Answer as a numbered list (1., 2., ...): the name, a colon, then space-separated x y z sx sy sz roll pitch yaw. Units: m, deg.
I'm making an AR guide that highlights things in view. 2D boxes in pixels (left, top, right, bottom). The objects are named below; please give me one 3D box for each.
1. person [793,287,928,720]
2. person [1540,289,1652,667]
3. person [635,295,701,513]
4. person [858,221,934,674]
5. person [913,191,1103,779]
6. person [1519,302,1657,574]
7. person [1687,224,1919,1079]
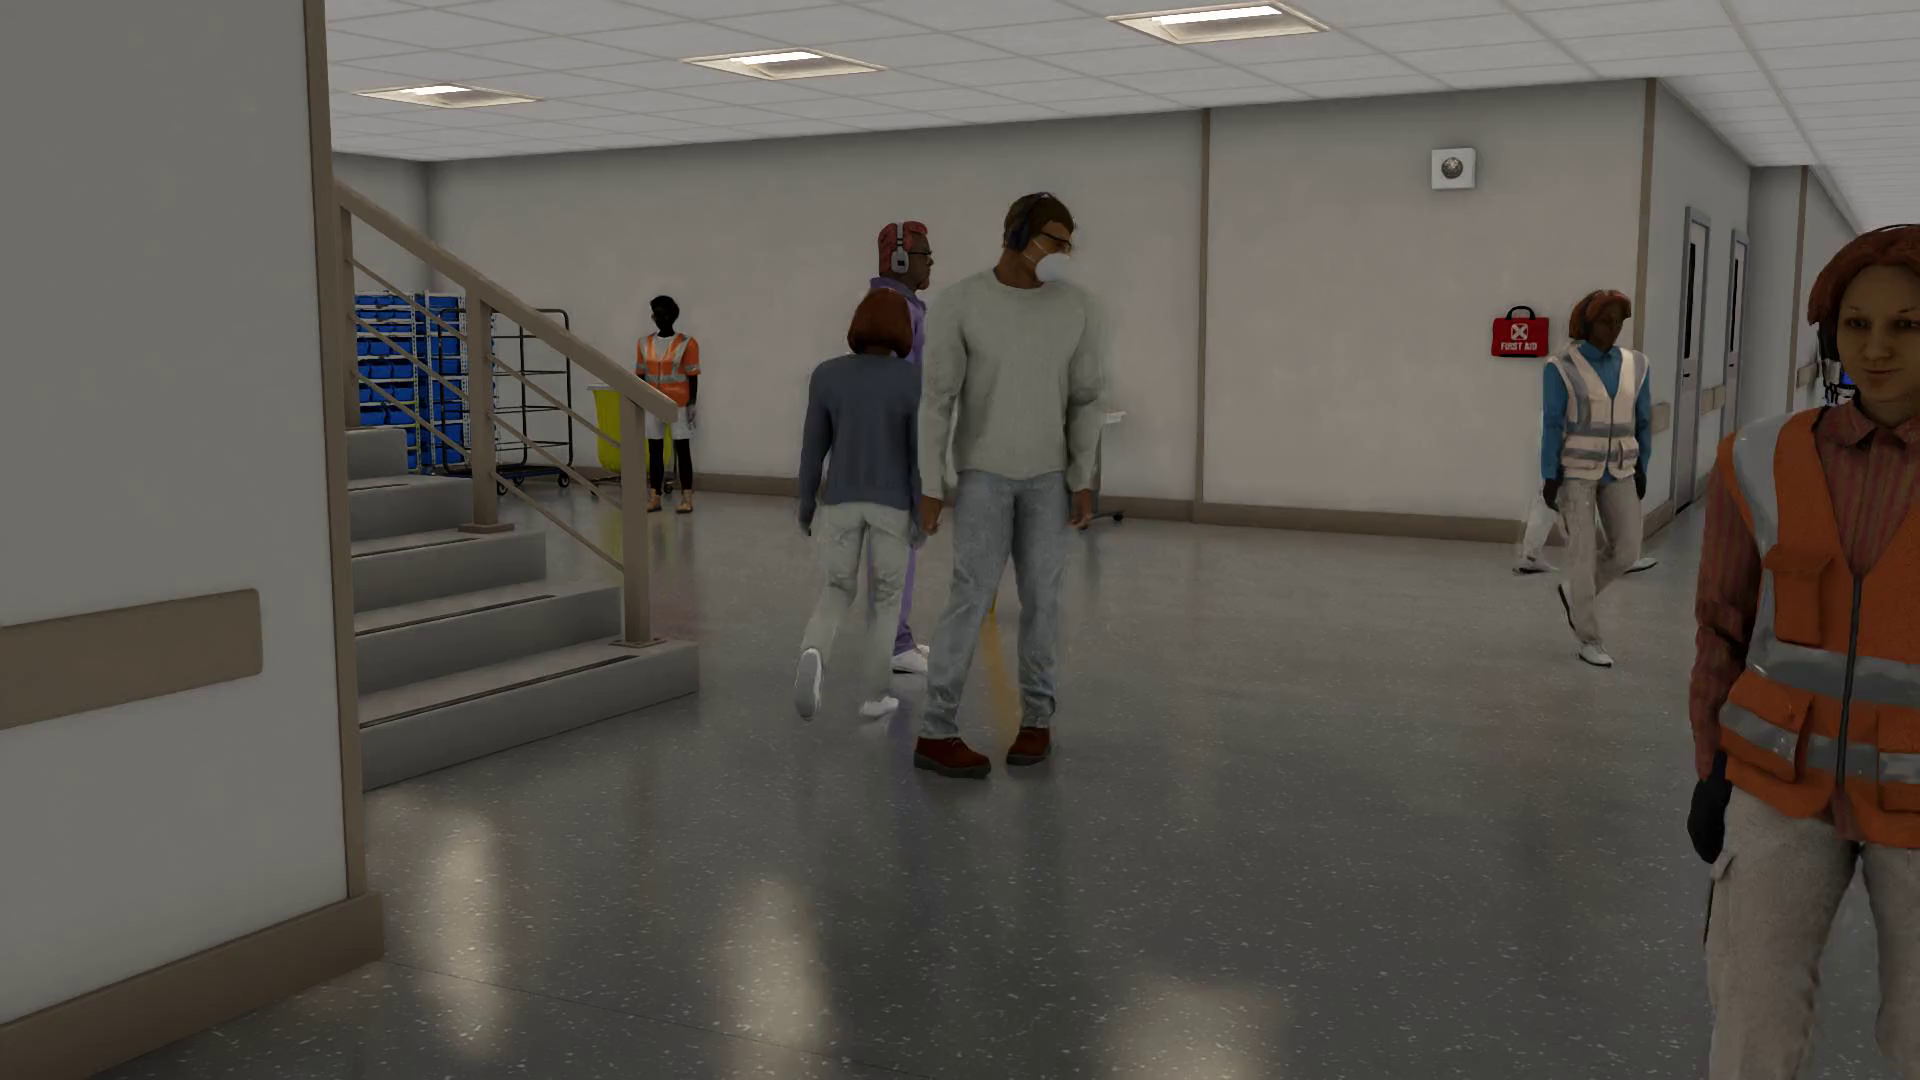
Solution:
1. person: -0.359 -0.104 5.992 0.541 1.603 0.631 2 8 15
2. person: 2.753 -0.280 7.281 0.531 1.623 0.506 -1 7 -9
3. person: -2.281 -1.049 12.940 0.540 1.695 0.317 2 8 13
4. person: -0.234 -0.393 7.093 0.409 1.907 0.651 -1 7 -8
5. person: 0.163 -0.183 5.524 0.671 1.904 0.462 -3 8 -20
6. person: 3.690 -0.584 9.719 0.831 1.603 0.530 -1 7 -6
7. person: 1.331 0.368 2.386 0.517 1.618 0.671 7 10 44
